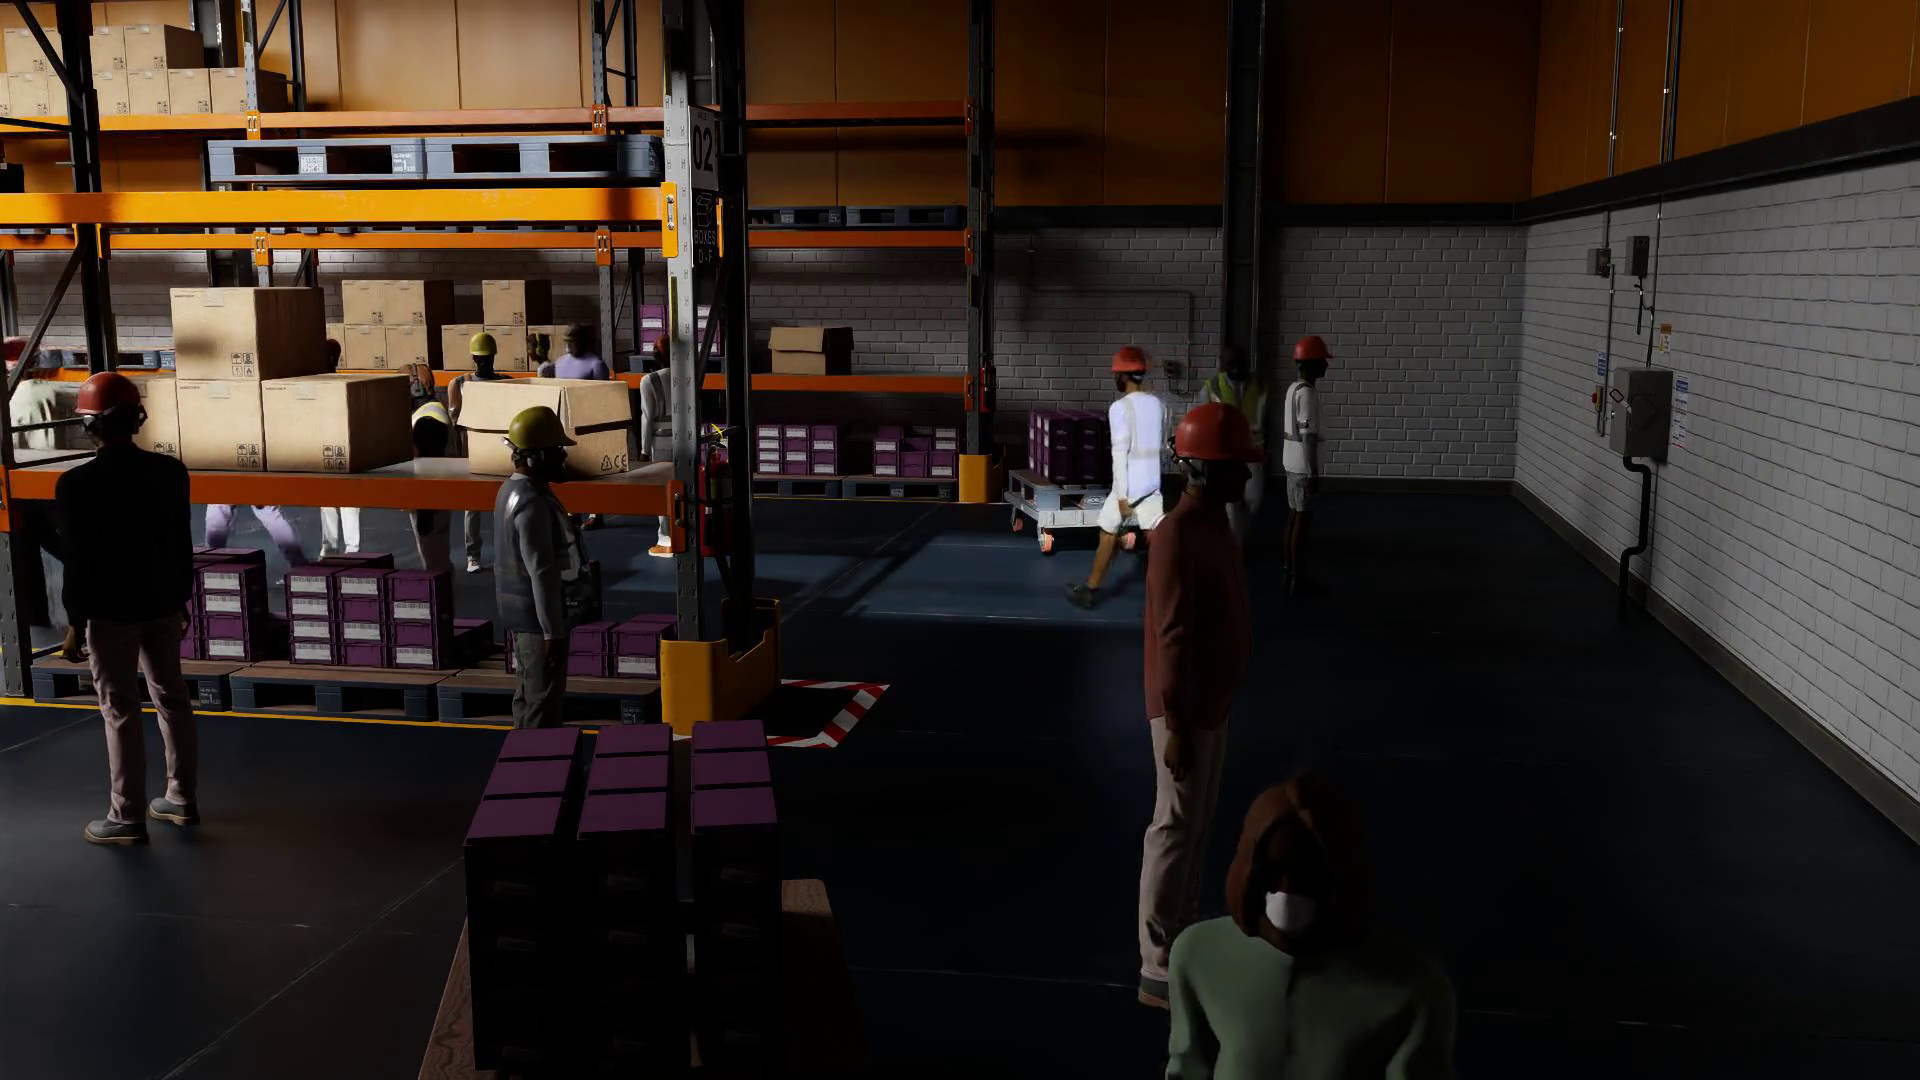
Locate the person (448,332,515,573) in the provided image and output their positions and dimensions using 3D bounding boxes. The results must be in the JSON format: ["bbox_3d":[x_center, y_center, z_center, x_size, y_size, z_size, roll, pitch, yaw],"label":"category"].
[{"bbox_3d":[-3.801,-0.703,13.396,0.587,1.927,0.367,-5,11,-30],"label":"person"}]

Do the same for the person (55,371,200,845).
[{"bbox_3d":[-3.515,0.288,7.040,0.375,1.995,0.609,4,10,24],"label":"person"}]

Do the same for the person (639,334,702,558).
[{"bbox_3d":[-2.447,-0.793,14.087,0.572,1.886,0.356,-7,12,-39],"label":"person"}]

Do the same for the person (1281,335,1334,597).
[{"bbox_3d":[2.594,-0.554,12.427,0.350,1.942,0.545,0,9,0],"label":"person"}]

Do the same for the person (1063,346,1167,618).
[{"bbox_3d":[1.147,-0.400,11.628,0.555,1.889,0.976,-7,12,-38],"label":"person"}]

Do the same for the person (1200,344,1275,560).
[{"bbox_3d":[2.324,-0.741,13.970,0.636,1.818,0.491,0,9,1],"label":"person"}]

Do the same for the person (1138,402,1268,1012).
[{"bbox_3d":[0.793,0.542,5.464,0.397,1.992,0.622,3,10,21],"label":"person"}]

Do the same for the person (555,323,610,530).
[{"bbox_3d":[-3.556,-1.058,15.571,0.630,1.938,0.372,5,10,28],"label":"person"}]

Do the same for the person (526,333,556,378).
[{"bbox_3d":[-4.033,-1.192,16.799,0.966,1.817,0.546,-1,9,-3],"label":"person"}]

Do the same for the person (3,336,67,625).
[{"bbox_3d":[-6.217,-0.387,11.274,0.567,1.978,0.629,2,9,11],"label":"person"}]

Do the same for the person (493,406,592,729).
[{"bbox_3d":[-1.813,0.332,7.266,0.404,1.833,0.590,-4,10,-24],"label":"person"}]

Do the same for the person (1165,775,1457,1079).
[{"bbox_3d":[0.539,1.188,2.726,0.508,1.586,0.825,4,10,23],"label":"person"}]

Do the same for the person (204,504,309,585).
[{"bbox_3d":[-5.455,-0.550,12.684,0.976,1.865,0.645,1,9,8],"label":"person"}]

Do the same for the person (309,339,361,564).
[{"bbox_3d":[-5.036,-0.669,13.322,0.574,1.885,0.355,5,11,30],"label":"person"}]

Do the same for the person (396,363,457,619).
[{"bbox_3d":[-3.430,-0.216,10.670,0.429,1.837,0.621,-4,10,-21],"label":"person"}]
